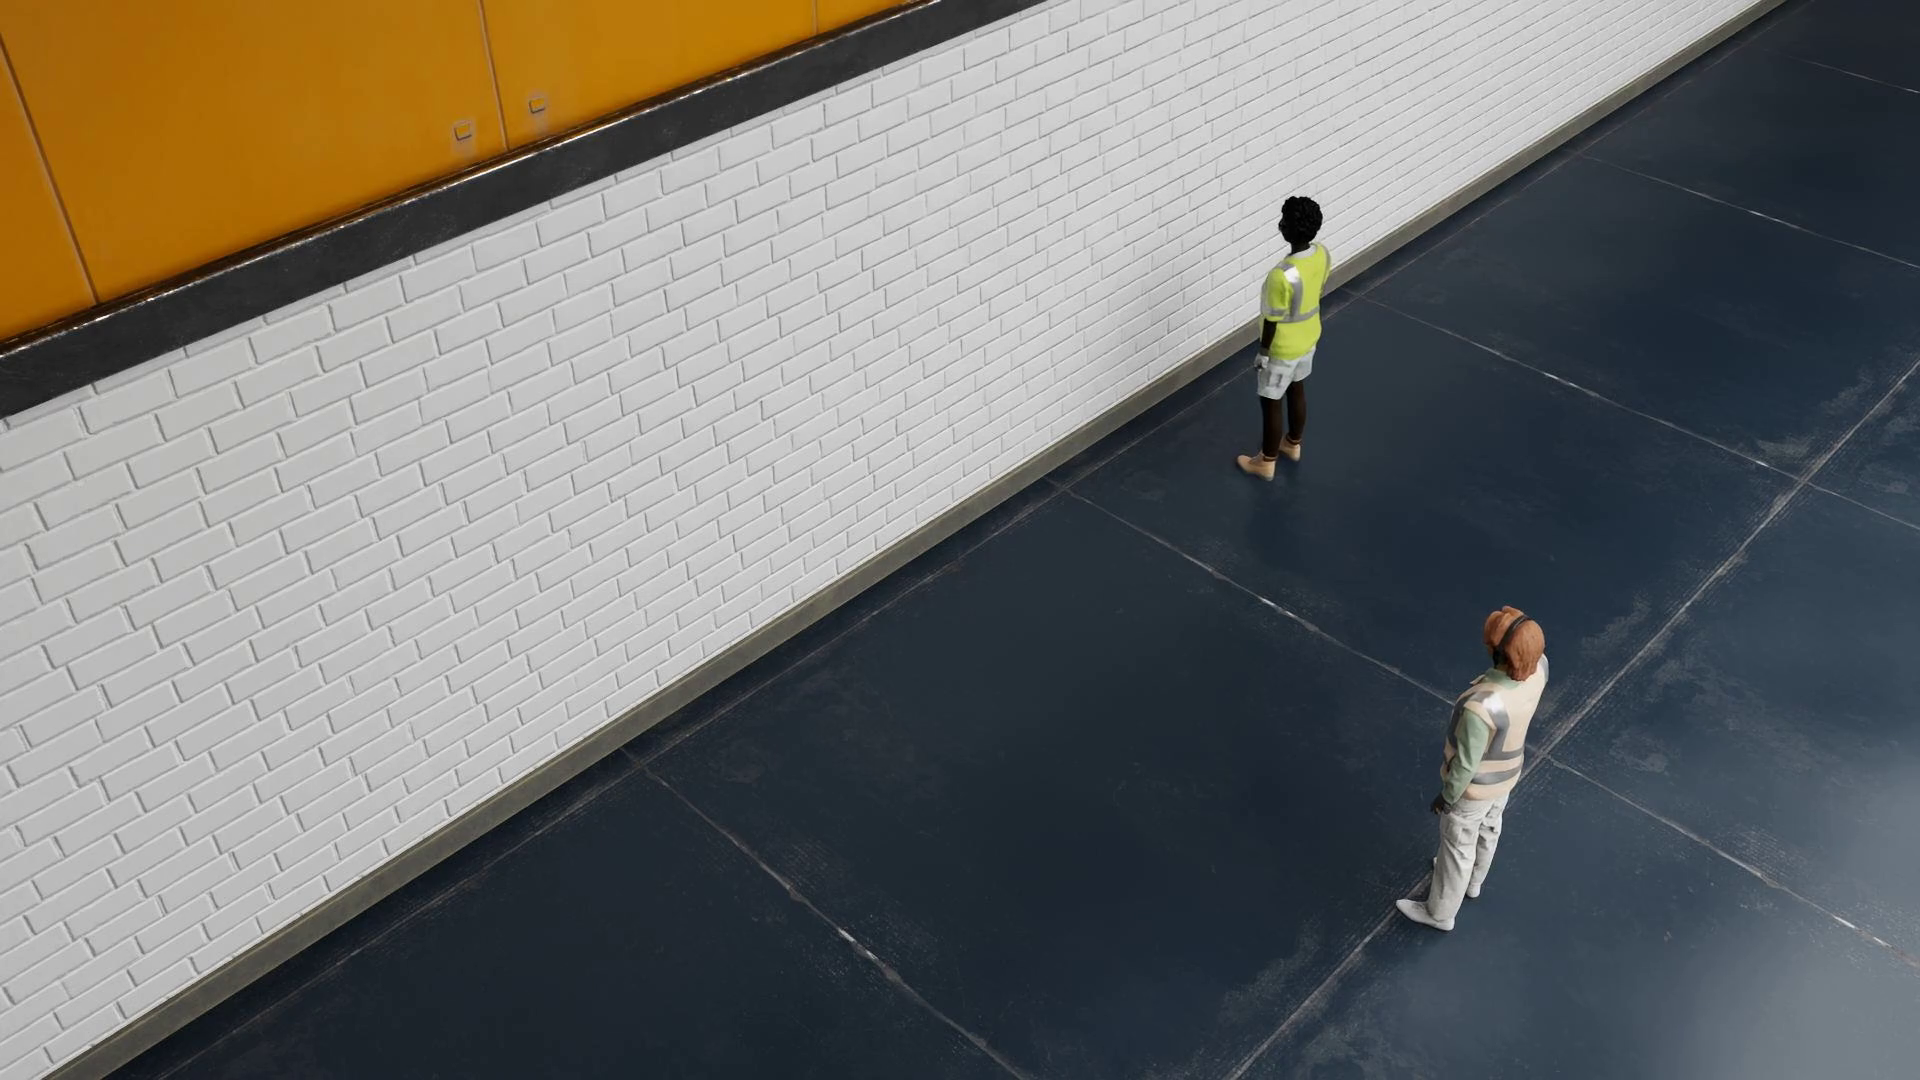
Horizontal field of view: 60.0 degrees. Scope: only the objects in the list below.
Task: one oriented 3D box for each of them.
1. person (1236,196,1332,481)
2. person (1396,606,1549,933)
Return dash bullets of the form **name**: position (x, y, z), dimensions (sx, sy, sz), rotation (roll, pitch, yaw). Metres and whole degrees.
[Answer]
- **person**: position (1.801, -1.105, 9.163), dimensions (0.321, 1.688, 0.528), rotation (26, 46, 29)
- **person**: position (2.078, 0.932, 6.656), dimensions (0.305, 1.640, 0.516), rotation (31, 48, 33)
